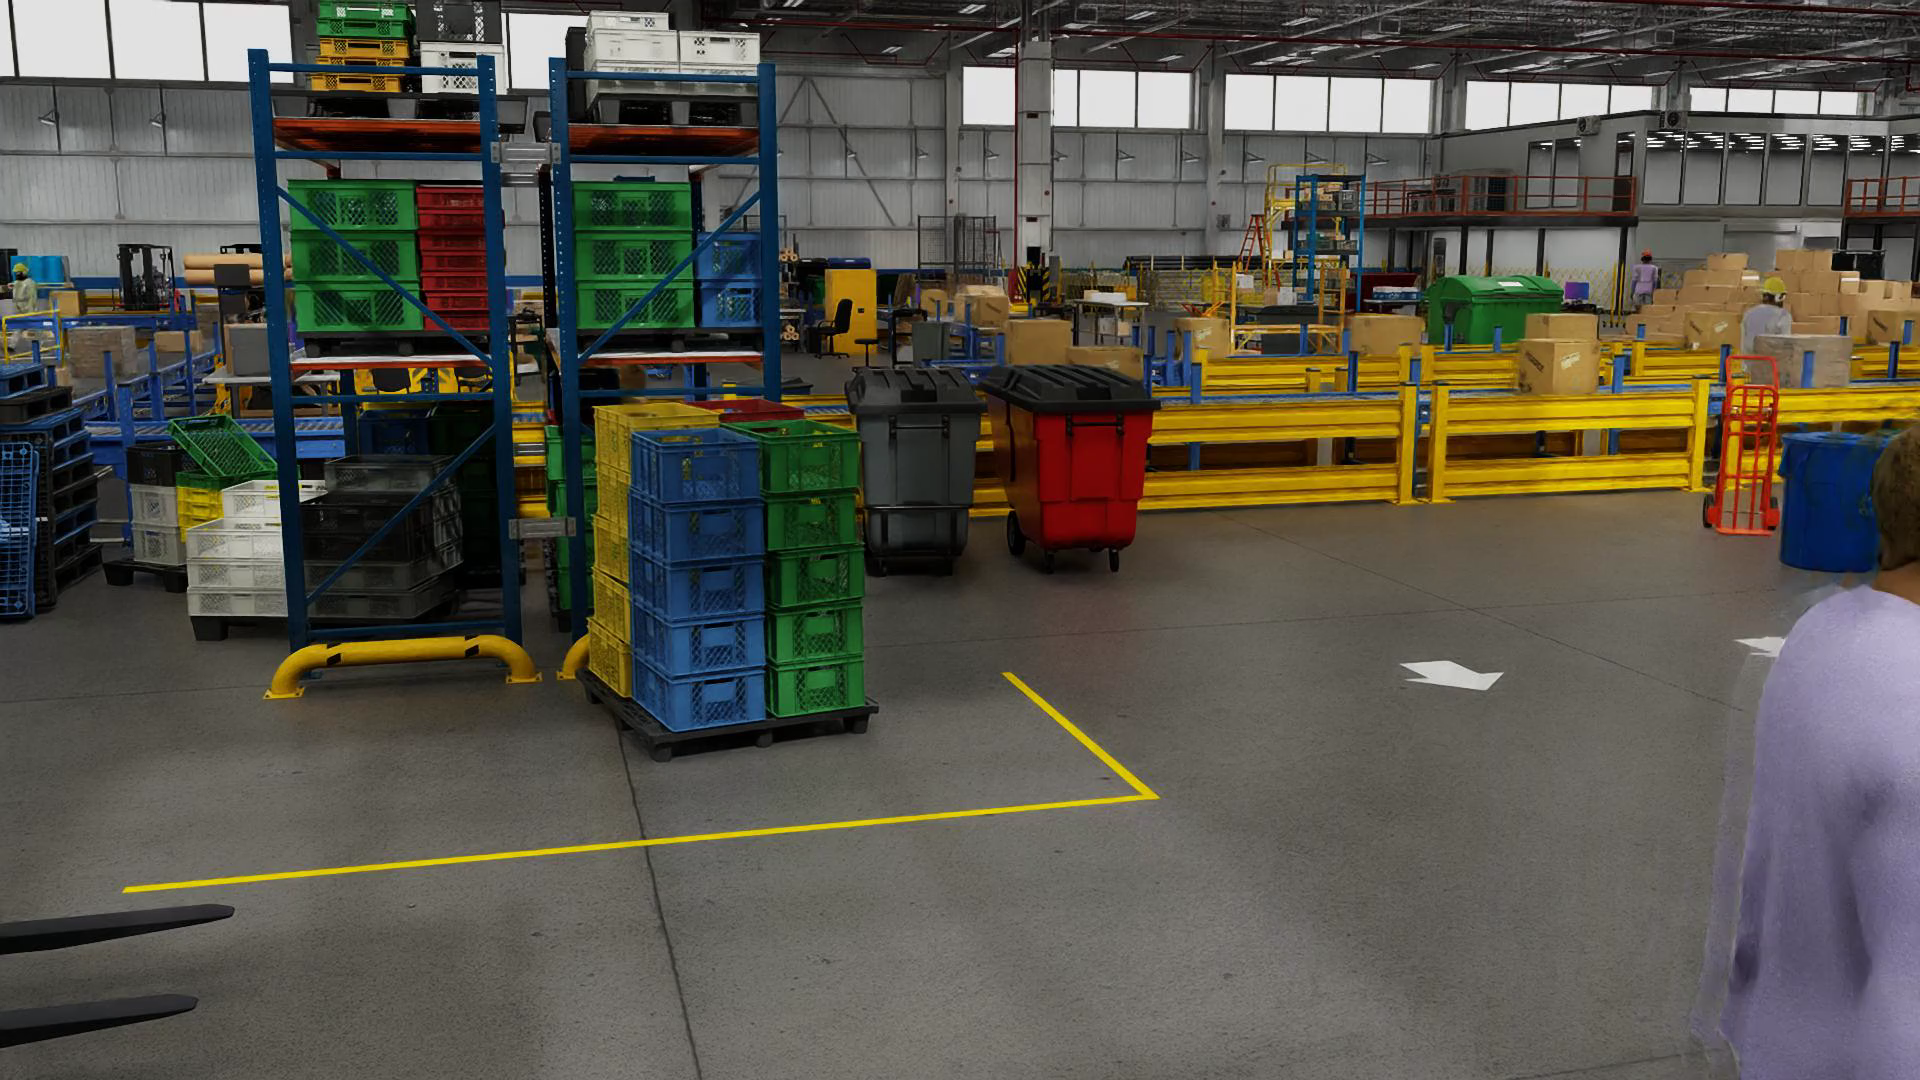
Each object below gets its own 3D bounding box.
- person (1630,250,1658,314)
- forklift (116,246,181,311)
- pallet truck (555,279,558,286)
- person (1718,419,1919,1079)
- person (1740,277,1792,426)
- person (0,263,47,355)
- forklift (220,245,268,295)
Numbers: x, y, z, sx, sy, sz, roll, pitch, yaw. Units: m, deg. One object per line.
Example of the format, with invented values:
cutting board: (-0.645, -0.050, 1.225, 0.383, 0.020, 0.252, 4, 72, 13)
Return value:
person: (17.006, -6.182, 41.374, 0.606, 2.038, 0.393, 1, 10, 5)
forklift: (-19.966, -6.232, 40.894, 1.157, 1.987, 2.680, -3, 10, -15)
pallet truck: (-10.604, -6.375, 44.520, 0.653, 1.274, 1.630, -3, 10, -15)
person: (1.337, 0.769, 2.309, 0.546, 1.921, 0.661, 2, 10, 11)
person: (8.329, -1.820, 17.287, 0.674, 1.810, 0.595, -3, 10, -16)
person: (-18.426, -4.528, 32.677, 0.623, 1.781, 0.912, 4, 11, 22)
forklift: (-17.749, -6.334, 41.440, 1.157, 1.987, 2.680, -3, 10, -17)
